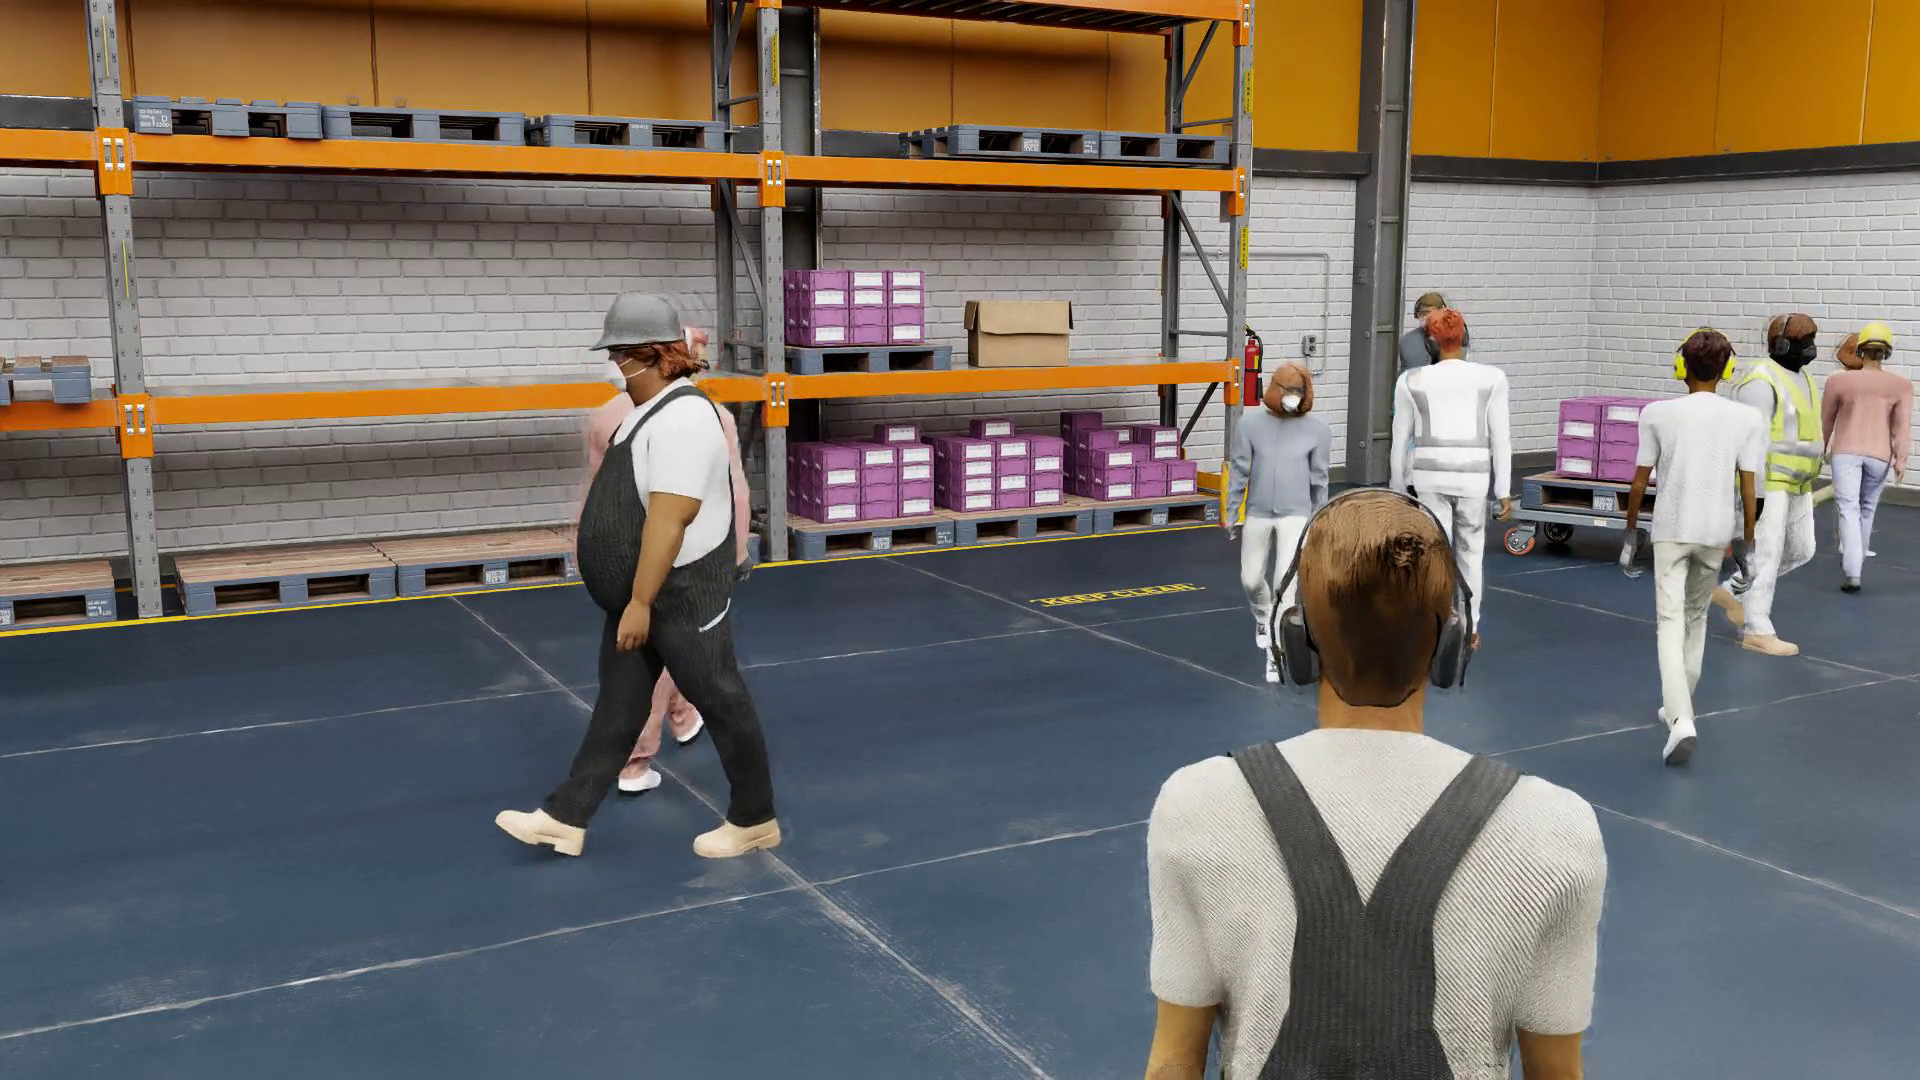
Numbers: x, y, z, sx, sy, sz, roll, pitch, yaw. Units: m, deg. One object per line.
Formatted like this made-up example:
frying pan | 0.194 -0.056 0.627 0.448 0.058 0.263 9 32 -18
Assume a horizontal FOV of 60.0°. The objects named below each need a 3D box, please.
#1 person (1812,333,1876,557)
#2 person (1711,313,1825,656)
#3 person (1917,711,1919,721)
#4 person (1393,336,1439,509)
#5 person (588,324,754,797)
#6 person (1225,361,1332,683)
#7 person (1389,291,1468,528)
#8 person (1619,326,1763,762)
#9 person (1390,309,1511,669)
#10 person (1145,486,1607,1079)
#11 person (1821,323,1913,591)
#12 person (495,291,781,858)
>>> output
person | 6.359 -0.702 12.065 0.512 1.607 0.615 -9 13 -43
person | 4.357 -0.303 8.961 0.644 1.832 0.511 -8 12 -40
person | 4.620 -0.100 7.427 0.645 1.937 0.430 -7 12 -36
person | 3.187 -0.601 11.203 0.544 1.680 0.371 0 9 -1
person | -1.143 0.055 6.749 0.642 1.838 1.010 4 10 25
person | 1.634 -0.122 8.524 0.513 1.607 0.673 3 10 17
person | 3.699 -0.996 13.033 0.946 1.908 0.631 -7 12 -38
person | 3.128 0.005 7.111 0.529 1.835 0.951 2 10 12
person | 2.576 -0.282 8.769 0.607 1.848 0.857 2 10 14
person | 0.457 0.855 1.919 0.507 1.829 0.509 3 10 15
person | 5.858 -0.545 10.804 0.516 1.709 0.958 2 10 14
person | -1.095 0.125 5.712 1.006 2.000 0.702 -4 10 -23
